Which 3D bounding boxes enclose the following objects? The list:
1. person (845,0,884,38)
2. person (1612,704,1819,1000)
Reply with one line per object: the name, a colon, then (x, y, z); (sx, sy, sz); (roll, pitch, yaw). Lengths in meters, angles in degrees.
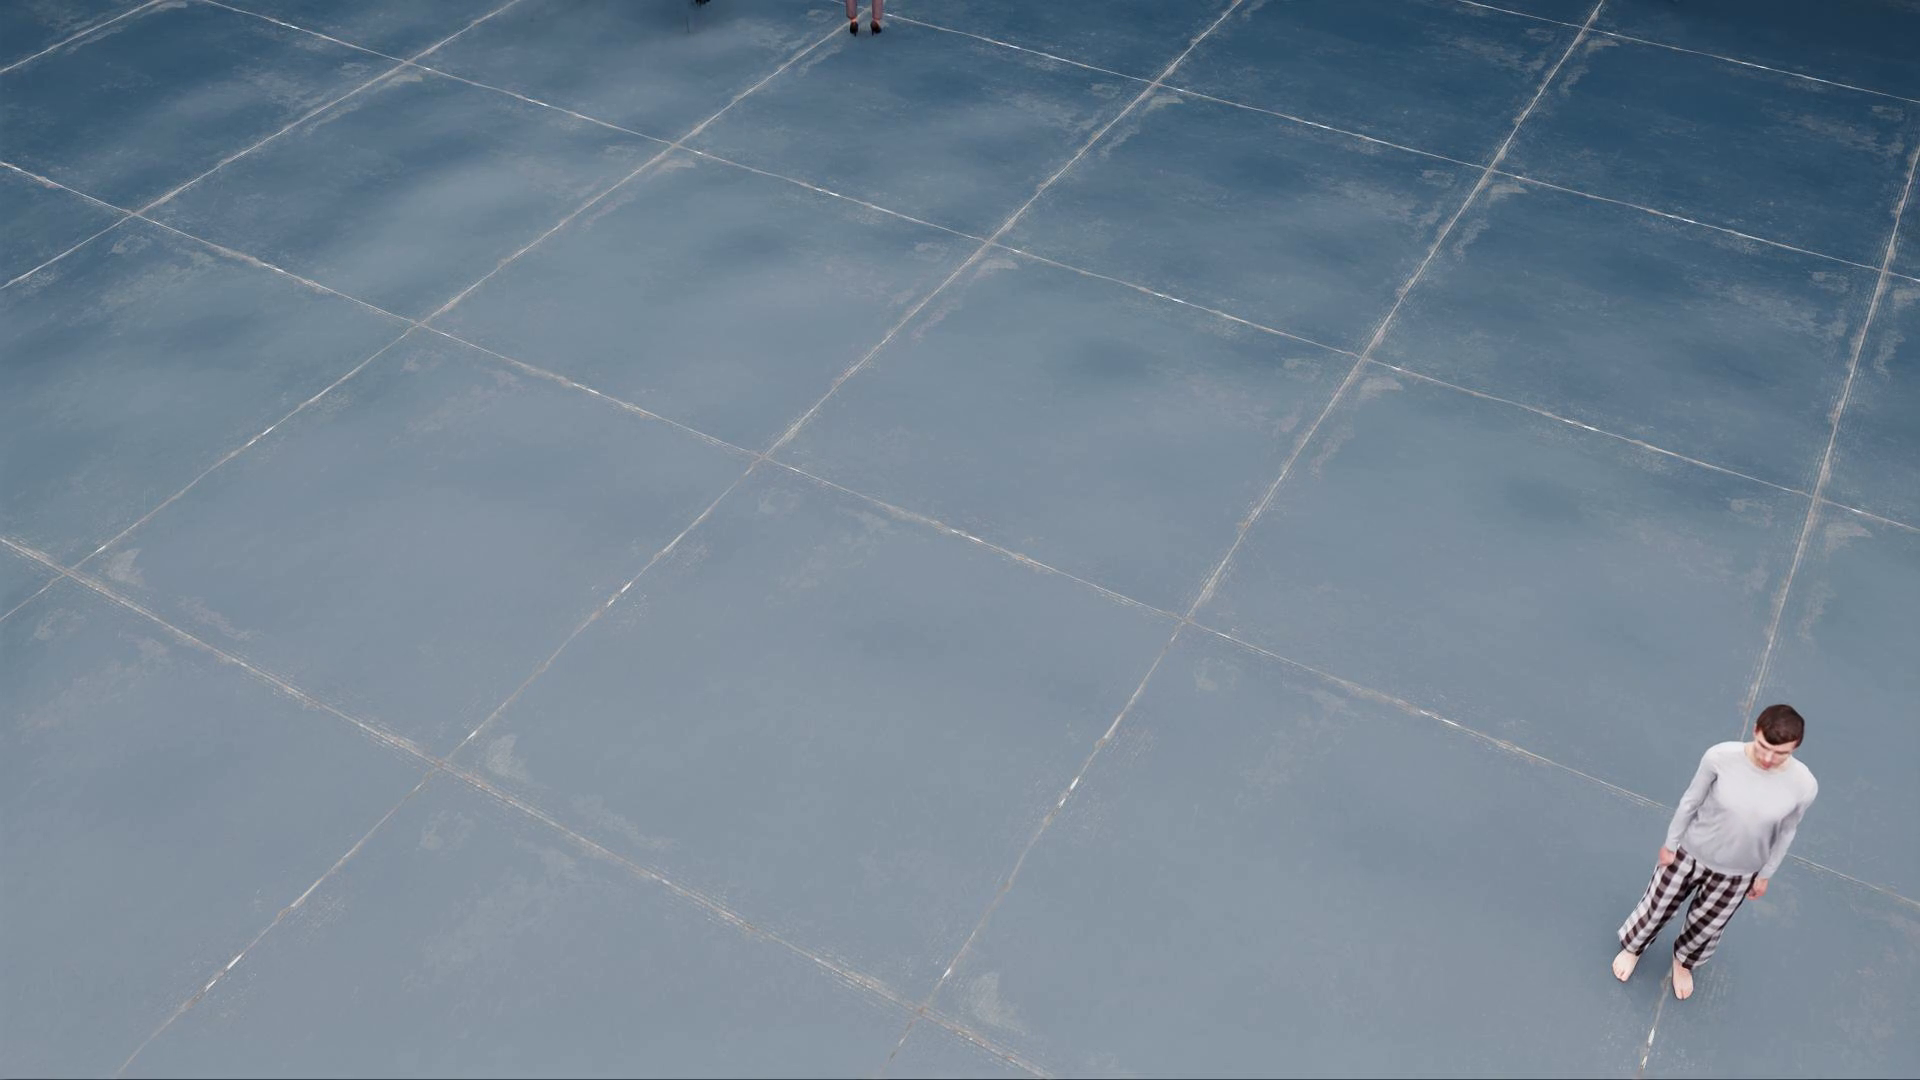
person: (-0.854, -5.307, 14.829); (0.672, 1.668, 0.676); (3, 42, 3)
person: (3.349, 1.370, 7.344); (0.630, 1.847, 0.550); (18, 45, 19)
